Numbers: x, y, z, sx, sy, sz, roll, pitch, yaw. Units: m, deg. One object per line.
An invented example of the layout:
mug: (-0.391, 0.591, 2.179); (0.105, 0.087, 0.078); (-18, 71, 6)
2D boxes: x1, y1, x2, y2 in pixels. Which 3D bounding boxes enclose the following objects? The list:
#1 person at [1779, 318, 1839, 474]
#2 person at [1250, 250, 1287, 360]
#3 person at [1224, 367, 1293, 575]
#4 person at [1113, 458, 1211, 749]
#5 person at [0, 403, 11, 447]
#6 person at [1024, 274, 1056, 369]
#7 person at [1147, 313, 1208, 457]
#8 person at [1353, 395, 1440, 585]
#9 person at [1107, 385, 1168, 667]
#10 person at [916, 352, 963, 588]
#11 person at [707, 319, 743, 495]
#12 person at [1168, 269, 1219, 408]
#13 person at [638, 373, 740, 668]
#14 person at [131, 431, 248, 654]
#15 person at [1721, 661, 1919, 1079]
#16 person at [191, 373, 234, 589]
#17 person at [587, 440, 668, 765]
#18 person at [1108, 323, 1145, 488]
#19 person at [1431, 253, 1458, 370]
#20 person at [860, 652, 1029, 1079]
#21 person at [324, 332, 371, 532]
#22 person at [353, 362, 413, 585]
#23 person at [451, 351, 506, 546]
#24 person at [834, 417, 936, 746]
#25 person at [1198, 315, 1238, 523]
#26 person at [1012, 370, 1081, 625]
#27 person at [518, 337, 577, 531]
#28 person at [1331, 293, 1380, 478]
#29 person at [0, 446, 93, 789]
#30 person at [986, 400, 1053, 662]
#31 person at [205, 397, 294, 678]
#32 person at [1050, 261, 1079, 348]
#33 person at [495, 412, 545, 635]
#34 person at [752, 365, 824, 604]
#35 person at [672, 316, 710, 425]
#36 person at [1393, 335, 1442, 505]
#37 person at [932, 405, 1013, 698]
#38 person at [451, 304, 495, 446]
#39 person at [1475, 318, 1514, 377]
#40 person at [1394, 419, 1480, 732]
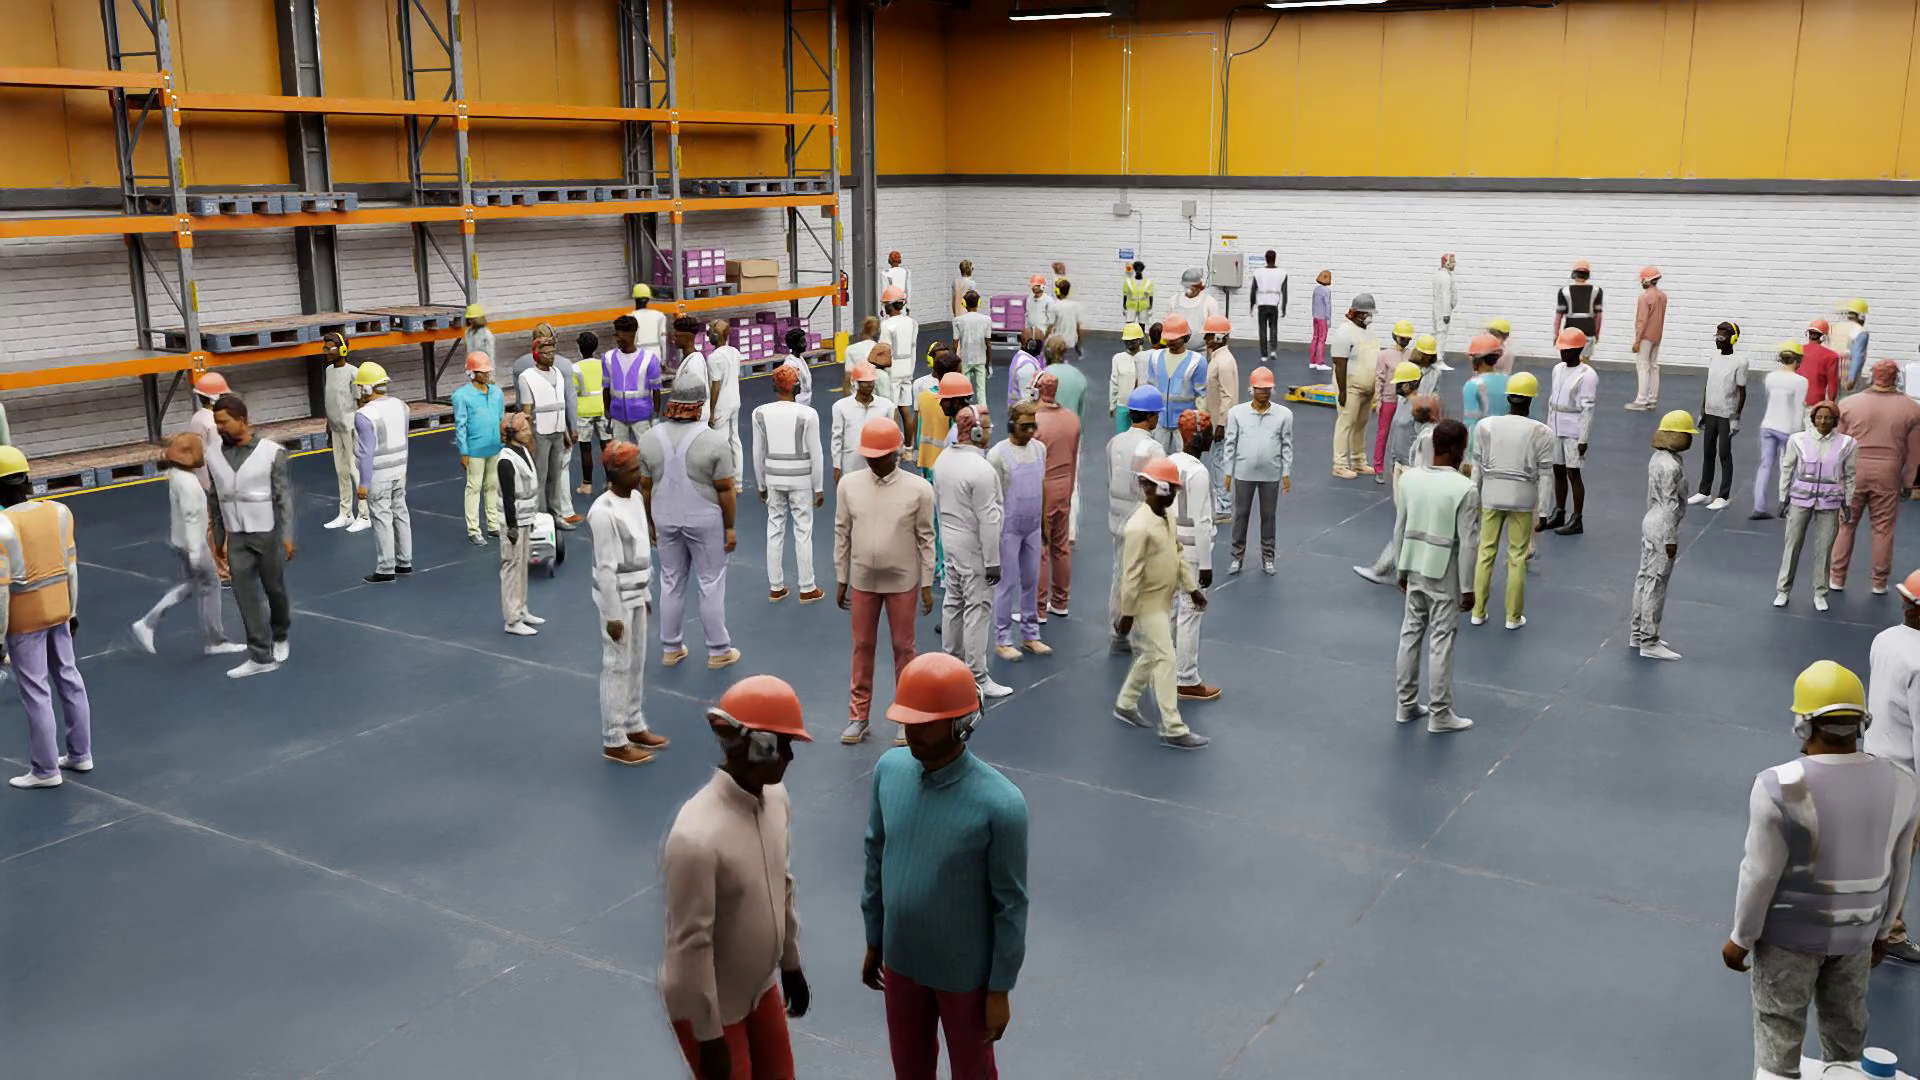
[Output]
person: (9.289, -1.553, 18.208); (0.573, 1.738, 0.352); (11, 17, 39)
person: (5.304, -4.048, 28.666); (0.611, 1.897, 0.577); (0, 13, 1)
person: (2.491, -0.576, 13.922); (0.572, 1.754, 0.320); (2, 13, 7)
person: (1.215, 0.361, 9.992); (0.683, 1.702, 0.558); (6, 14, 23)
person: (-8.542, -0.649, 14.500); (0.514, 1.641, 0.309); (-10, 16, -36)
person: (1.168, -3.090, 24.833); (0.338, 1.752, 0.564); (-12, 17, -42)
person: (2.003, -1.111, 15.633); (0.605, 2.038, 0.391); (8, 15, 30)
person: (3.687, -0.382, 13.436); (0.884, 1.588, 0.543); (6, 14, 23)
person: (1.234, -0.097, 11.462); (0.409, 1.940, 0.610); (-6, 14, -25)
person: (-0.136, -0.569, 13.545); (0.372, 1.916, 0.596); (-9, 16, -35)
person: (-2.430, -1.336, 17.027); (0.345, 1.847, 0.504); (6, 14, 24)
person: (3.034, -2.575, 21.975); (0.680, 2.000, 0.536); (6, 14, 23)
person: (-1.824, -0.138, 11.404); (0.689, 2.000, 0.539); (3, 13, 15)
person: (-5.421, 0.039, 11.578); (0.654, 1.609, 0.506); (-9, 16, -34)
person: (2.884, 1.301, 5.645); (0.588, 1.822, 0.403); (-1, 13, -5)
person: (-6.020, -0.485, 13.541); (0.341, 1.748, 0.574); (-10, 17, -38)
person: (-1.939, 0.354, 9.616); (0.345, 1.884, 0.582); (2, 13, 10)
person: (1.811, -1.398, 17.473); (0.533, 1.767, 0.327); (7, 15, 26)
person: (7.979, -3.759, 27.403); (0.399, 1.909, 0.642); (0, 13, 2)
person: (-0.067, 1.310, 5.226); (0.612, 1.995, 0.376); (10, 16, 36)
person: (-5.777, -1.012, 15.571); (0.508, 1.872, 0.329); (8, 15, 31)
person: (-4.747, -0.546, 13.637); (0.403, 1.830, 0.586); (4, 14, 16)
person: (-4.313, -0.837, 15.063); (0.324, 1.752, 0.562); (8, 15, 31)
person: (-0.452, 0.248, 9.854); (0.612, 1.984, 0.401); (3, 13, 11)
person: (2.455, -1.158, 15.931); (0.396, 1.992, 0.622); (0, 13, 2)
person: (0.611, -0.319, 12.483); (0.407, 1.910, 0.639); (11, 17, 41)
person: (-3.837, -0.958, 15.395); (0.379, 1.841, 0.570); (6, 14, 24)
person: (4.352, -1.694, 18.155); (0.535, 2.000, 0.686); (12, 18, 43)
person: (-5.139, 0.431, 9.204); (0.382, 1.919, 0.584); (4, 14, 18)
person: (0.410, -0.066, 11.556); (0.524, 1.834, 0.359); (-10, 16, -37)
person: (-4.792, -0.039, 11.349); (0.671, 1.882, 0.670); (1, 13, 5)
person: (1.856, -4.194, 29.922); (0.519, 1.621, 0.542); (10, 16, 37)
person: (-3.254, -0.129, 12.243); (0.315, 1.640, 0.515); (0, 13, -1)
person: (-1.331, -0.430, 13.021); (0.574, 1.882, 0.356); (4, 14, 16)
person: (-2.605, -1.191, 16.134); (0.366, 1.967, 0.603); (-3, 13, -12)
person: (4.582, -1.177, 16.581); (0.484, 1.736, 0.307); (-5, 14, -20)
person: (0.090, 0.071, 10.794); (0.407, 1.908, 0.641); (-8, 15, -30)
person: (-5.863, -2.005, 20.219); (0.506, 1.705, 0.742); (7, 15, 28)
person: (5.931, -1.618, 18.539); (0.946, 1.714, 0.529); (-11, 17, -38)
person: (2.890, 0.217, 10.148); (0.399, 1.912, 0.590); (-8, 15, -31)
